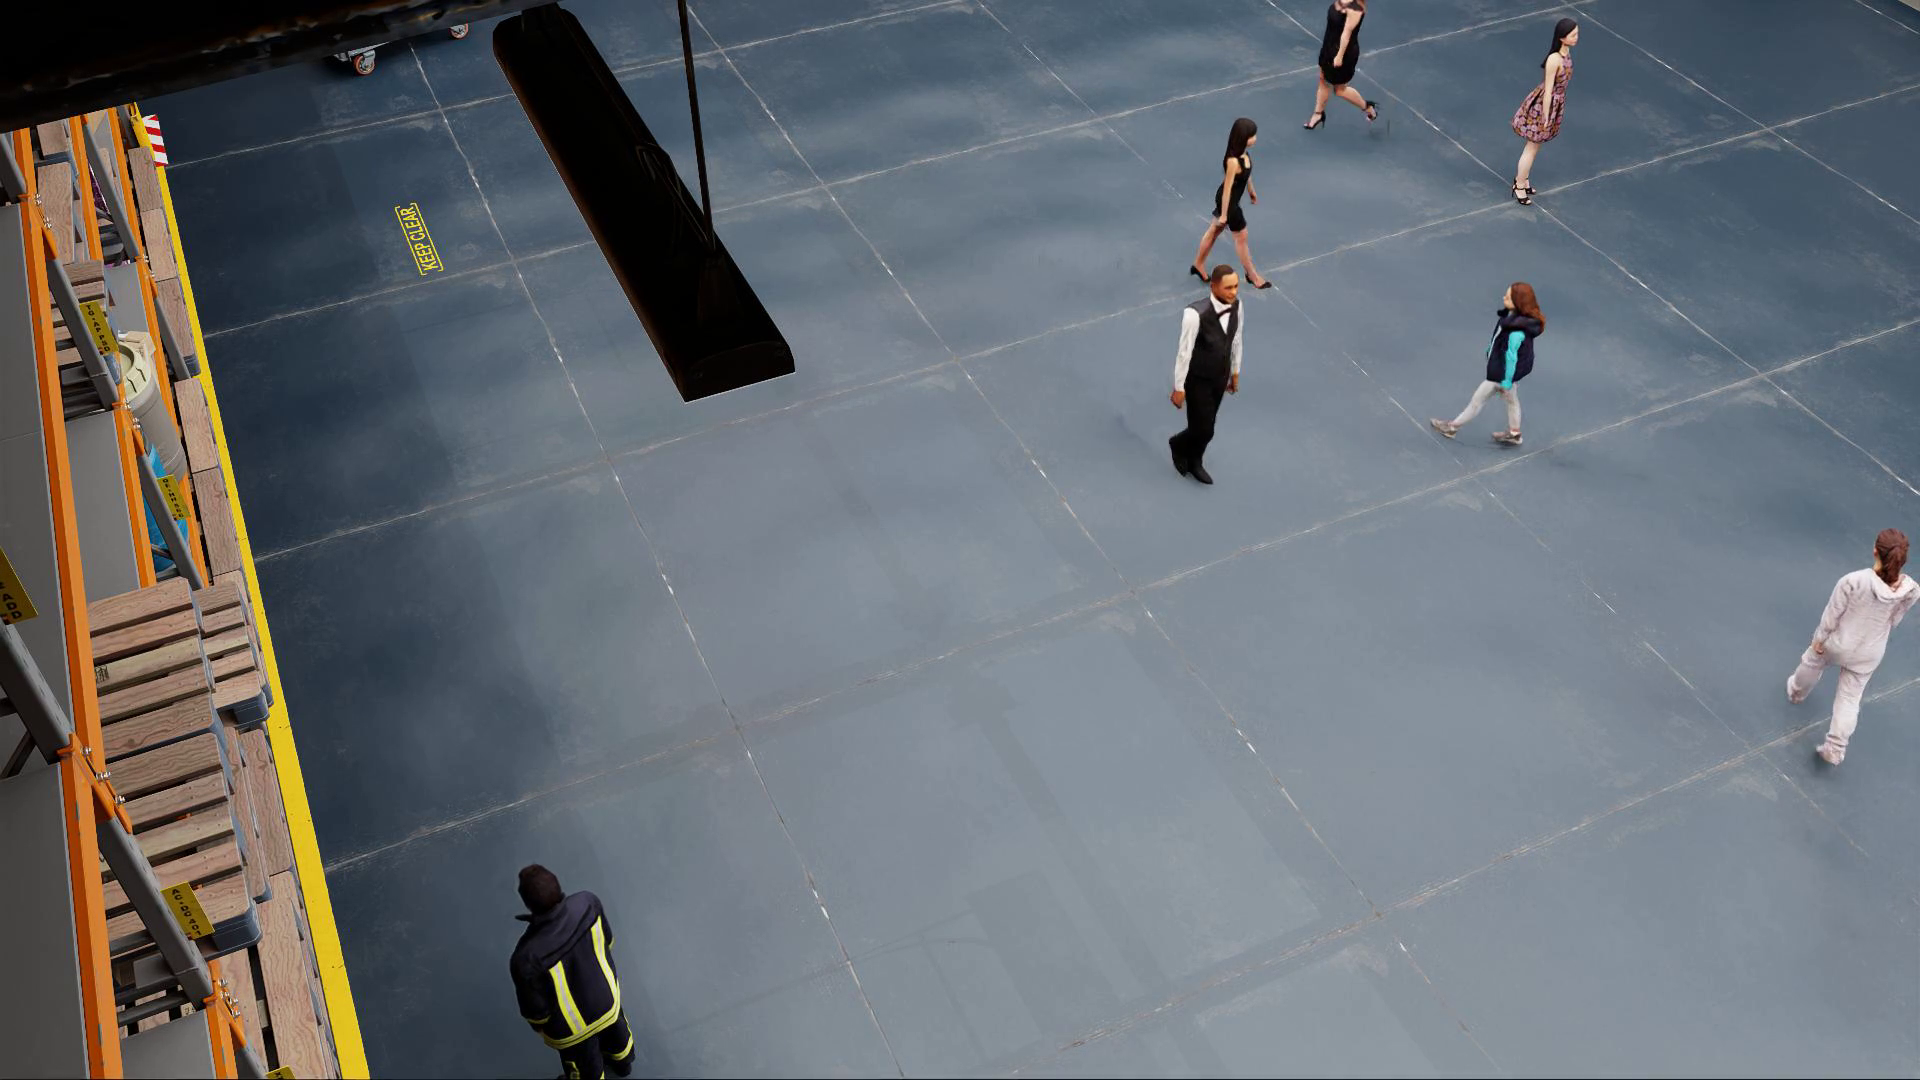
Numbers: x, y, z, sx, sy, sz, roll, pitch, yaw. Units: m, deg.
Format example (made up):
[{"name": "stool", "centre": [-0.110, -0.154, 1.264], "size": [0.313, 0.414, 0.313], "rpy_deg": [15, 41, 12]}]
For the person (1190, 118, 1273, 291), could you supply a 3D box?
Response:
[{"name": "person", "centre": [2.207, -2.860, 14.149], "size": [0.983, 1.617, 0.973], "rpy_deg": [8, 44, 9]}]

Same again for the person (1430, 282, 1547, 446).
[{"name": "person", "centre": [4.207, -1.294, 12.618], "size": [1.007, 1.461, 0.967], "rpy_deg": [12, 45, 12]}]

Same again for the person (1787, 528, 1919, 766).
[{"name": "person", "centre": [5.604, 0.680, 10.399], "size": [1.046, 1.663, 1.120], "rpy_deg": [13, 45, 13]}]

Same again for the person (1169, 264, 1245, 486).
[{"name": "person", "centre": [1.754, -1.257, 12.254], "size": [0.774, 1.910, 0.773], "rpy_deg": [-25, 49, -24]}]

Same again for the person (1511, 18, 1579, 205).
[{"name": "person", "centre": [5.325, -3.901, 15.127], "size": [0.851, 1.775, 0.803], "rpy_deg": [20, 47, 20]}]

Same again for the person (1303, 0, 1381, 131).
[{"name": "person", "centre": [3.735, -4.673, 15.991], "size": [0.953, 1.701, 0.991], "rpy_deg": [2, 44, 2]}]

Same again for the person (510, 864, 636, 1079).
[{"name": "person", "centre": [-1.981, 2.291, 8.517], "size": [0.888, 1.927, 0.894], "rpy_deg": [25, 49, 24]}]
